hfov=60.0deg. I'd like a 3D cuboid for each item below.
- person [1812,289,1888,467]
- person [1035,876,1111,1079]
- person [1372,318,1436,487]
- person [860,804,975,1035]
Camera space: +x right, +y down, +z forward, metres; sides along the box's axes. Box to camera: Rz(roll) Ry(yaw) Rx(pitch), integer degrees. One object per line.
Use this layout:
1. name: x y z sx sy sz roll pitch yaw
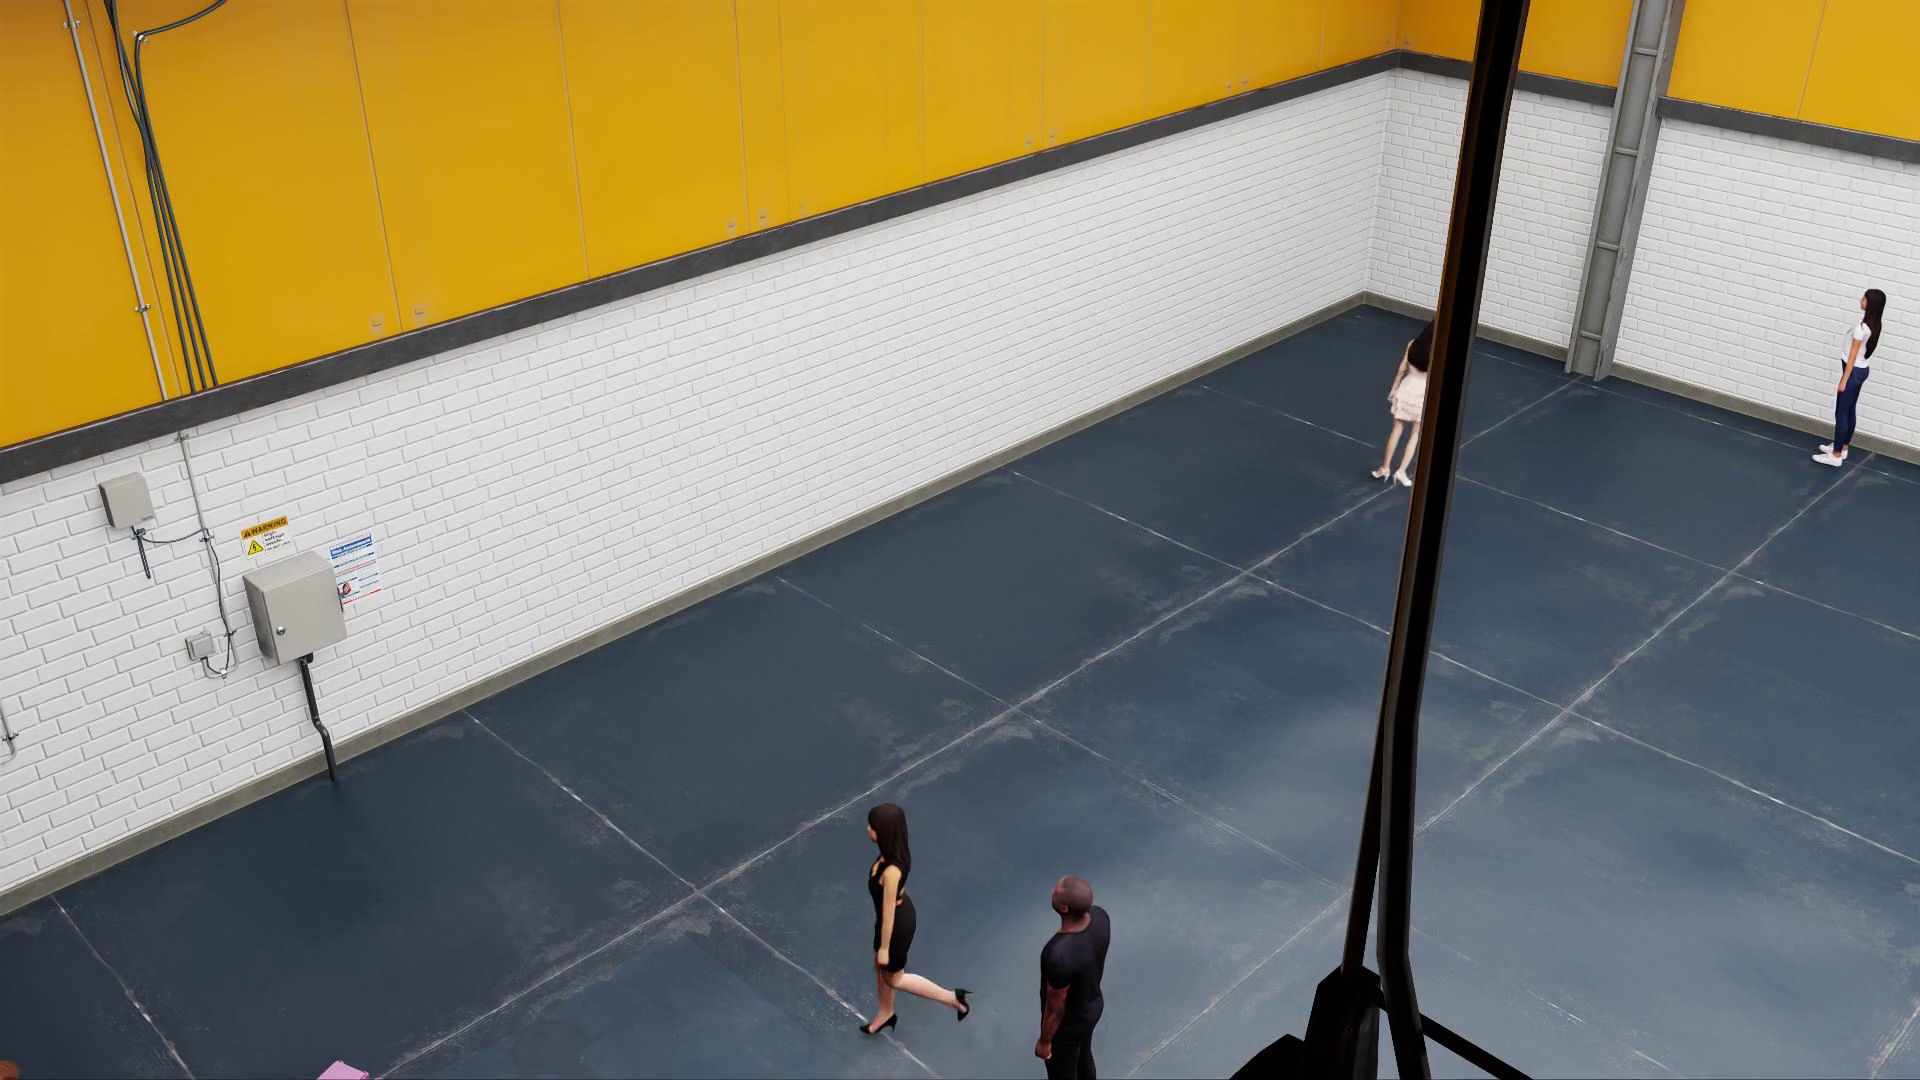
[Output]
1. person: 8.662 -1.578 16.091 0.504 1.774 0.583 24 37 36
2. person: 0.578 2.473 8.617 0.648 1.820 0.715 16 33 27
3. person: 4.199 -1.306 15.658 0.479 1.712 0.748 19 34 31
4. person: -0.287 2.188 9.338 0.952 1.630 0.913 -1 29 -3
